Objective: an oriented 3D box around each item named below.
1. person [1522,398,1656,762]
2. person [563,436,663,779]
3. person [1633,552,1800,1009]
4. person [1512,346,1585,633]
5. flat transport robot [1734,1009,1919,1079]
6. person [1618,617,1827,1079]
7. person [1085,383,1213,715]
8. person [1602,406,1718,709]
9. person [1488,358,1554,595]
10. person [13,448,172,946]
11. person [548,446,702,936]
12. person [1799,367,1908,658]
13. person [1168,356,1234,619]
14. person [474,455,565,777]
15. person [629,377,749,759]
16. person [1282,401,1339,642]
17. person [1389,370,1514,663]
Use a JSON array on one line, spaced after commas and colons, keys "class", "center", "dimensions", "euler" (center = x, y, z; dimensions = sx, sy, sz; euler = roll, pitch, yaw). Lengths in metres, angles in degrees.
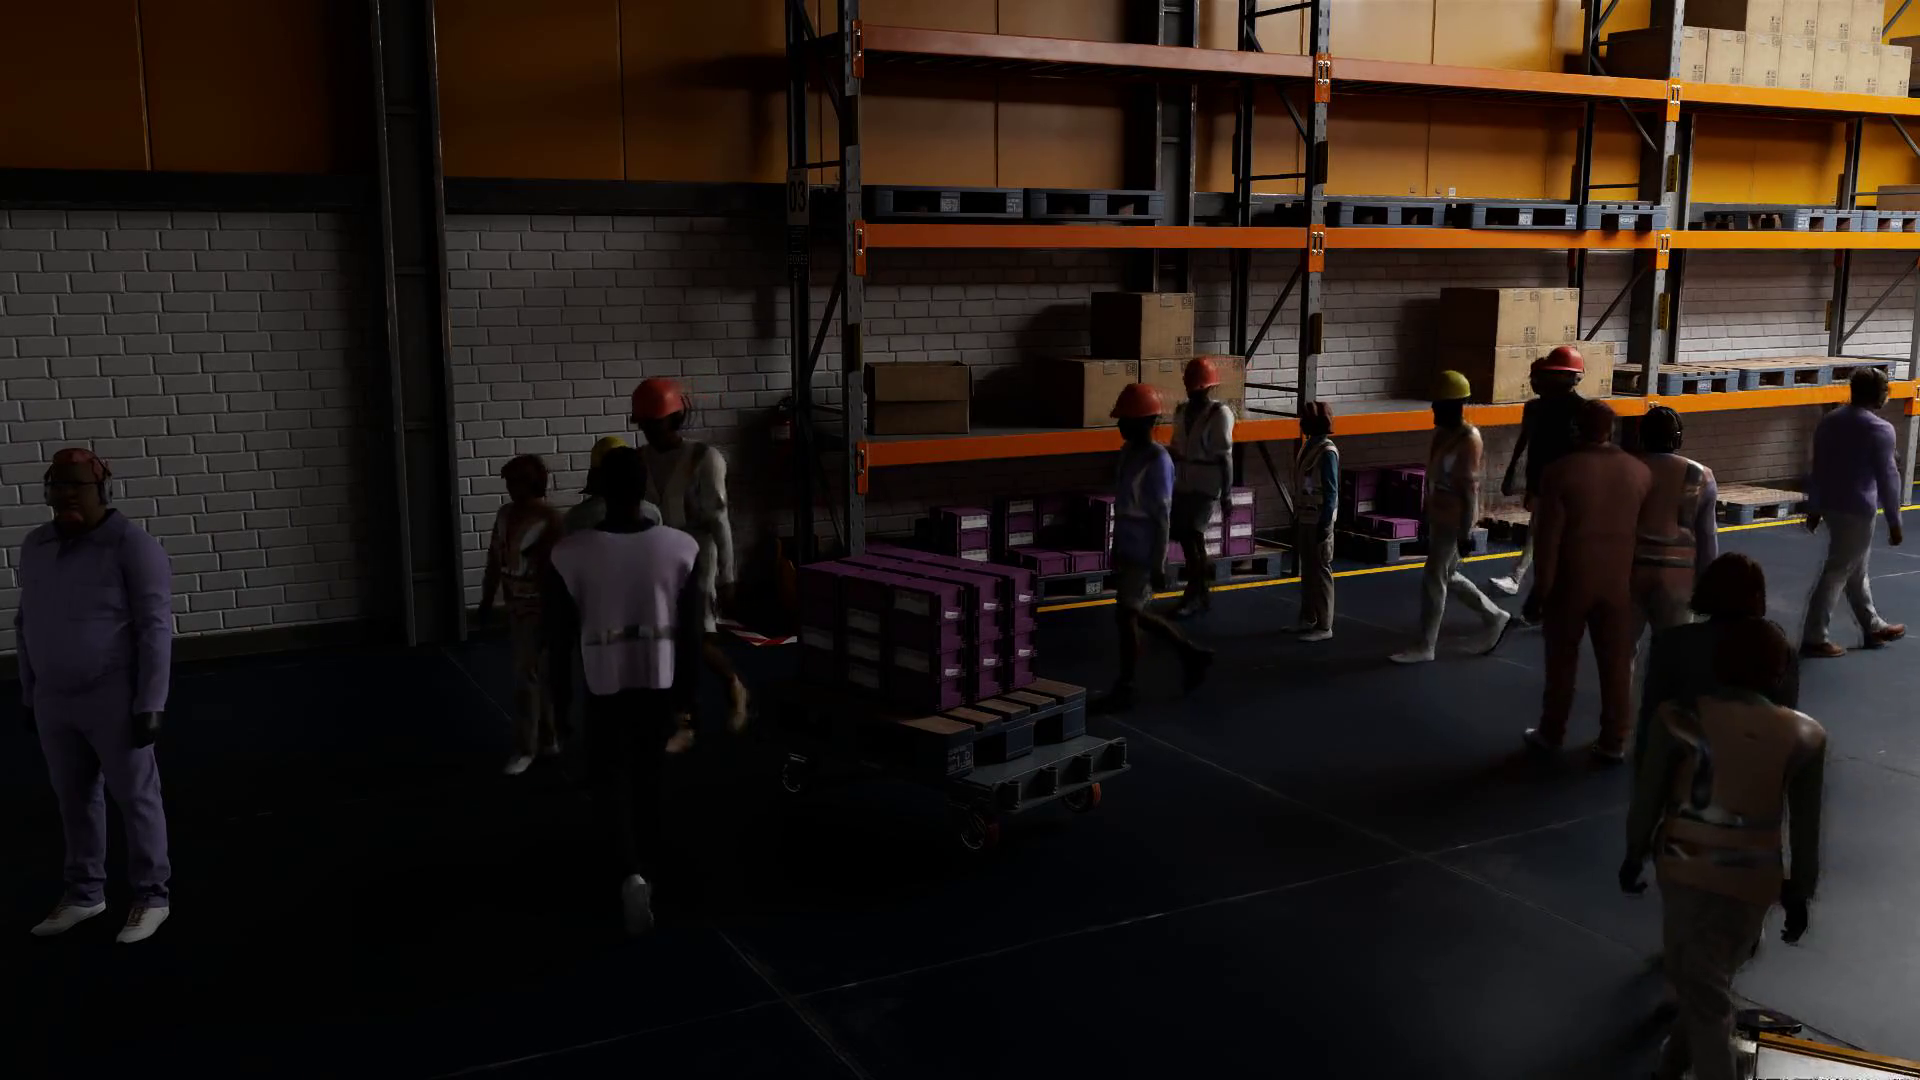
[{"class": "person", "center": [3.278, 0.204, 8.710], "dimensions": [0.665, 1.905, 0.417], "euler": [-1, 10, -7]}, {"class": "person", "center": [-1.706, 0.357, 8.251], "dimensions": [0.492, 1.741, 0.318], "euler": [-4, 10, -20]}, {"class": "person", "center": [2.722, 0.829, 5.984], "dimensions": [0.495, 1.578, 0.905], "euler": [8, 13, 39]}, {"class": "person", "center": [4.144, -0.346, 11.556], "dimensions": [0.372, 1.997, 0.620], "euler": [-4, 11, -21]}, {"class": "flat transport robot", "center": [2.469, 1.722, 4.621], "dimensions": [0.652, 0.197, 1.431], "euler": [5, 11, 27]}, {"class": "person", "center": [2.244, 1.015, 4.898], "dimensions": [0.524, 1.587, 0.839], "euler": [0, 10, -1]}, {"class": "person", "center": [1.102, 0.046, 9.555], "dimensions": [0.746, 1.915, 0.558], "euler": [-2, 10, -13]}, {"class": "person", "center": [3.658, 0.211, 8.806], "dimensions": [0.627, 1.844, 0.429], "euler": [5, 11, 28]}, {"class": "person", "center": [4.441, -0.484, 12.839], "dimensions": [0.944, 1.823, 0.550], "euler": [-4, 11, -21]}, {"class": "person", "center": [-3.336, 0.597, 6.379], "dimensions": [0.643, 1.913, 0.411], "euler": [2, 10, 12]}, {"class": "person", "center": [-1.304, 0.581, 6.555], "dimensions": [0.599, 1.892, 0.817], "euler": [-3, 10, -19]}, {"class": "person", "center": [5.930, -0.171, 10.837], "dimensions": [0.928, 1.896, 0.646], "euler": [-1, 10, -5]}, {"class": "person", "center": [1.653, -0.365, 11.927], "dimensions": [0.634, 1.901, 0.606], "euler": [-6, 12, -31]}, {"class": "person", "center": [-2.246, 0.379, 8.478], "dimensions": [0.454, 1.625, 0.581], "euler": [-9, 14, -43]}, {"class": "person", "center": [-1.446, 0.141, 8.742], "dimensions": [0.649, 2.007, 0.655], "euler": [5, 11, 26]}, {"class": "person", "center": [2.414, -0.128, 11.333], "dimensions": [0.306, 1.639, 0.524], "euler": [-1, 10, -8]}, {"class": "person", "center": [3.211, -0.143, 10.691], "dimensions": [0.794, 1.903, 0.591], "euler": [0, 10, -3]}]
